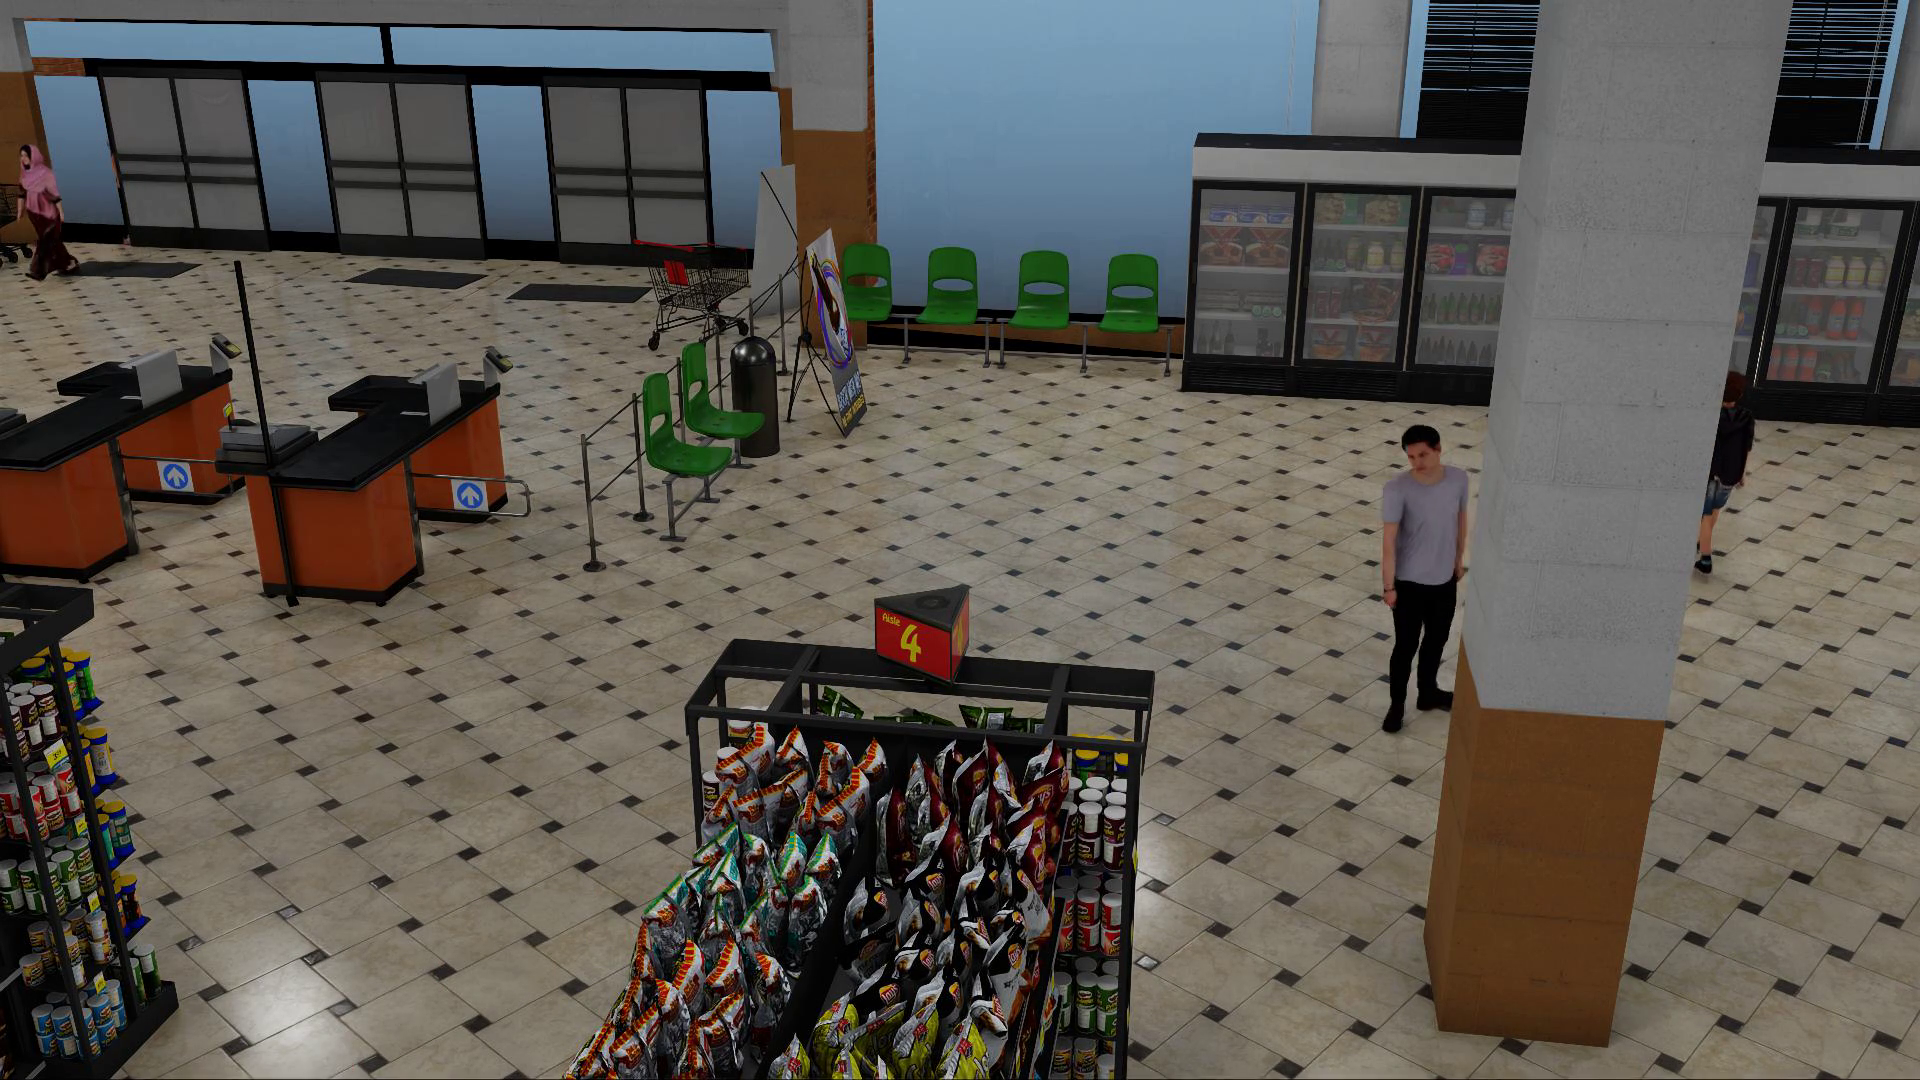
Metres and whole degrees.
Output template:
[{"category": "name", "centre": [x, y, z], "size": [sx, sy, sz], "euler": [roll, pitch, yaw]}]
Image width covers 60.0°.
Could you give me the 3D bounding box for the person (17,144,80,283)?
[{"category": "person", "centre": [-10.928, -3.919, 19.969], "size": [0.736, 1.585, 1.061], "euler": [8, 23, 18]}]

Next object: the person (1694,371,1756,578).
[{"category": "person", "centre": [5.245, -0.433, 11.529], "size": [0.554, 1.409, 0.935], "euler": [3, 22, 8]}]

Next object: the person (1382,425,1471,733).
[{"category": "person", "centre": [2.639, 0.200, 9.390], "size": [0.941, 1.829, 0.844], "euler": [-12, 25, -27]}]
